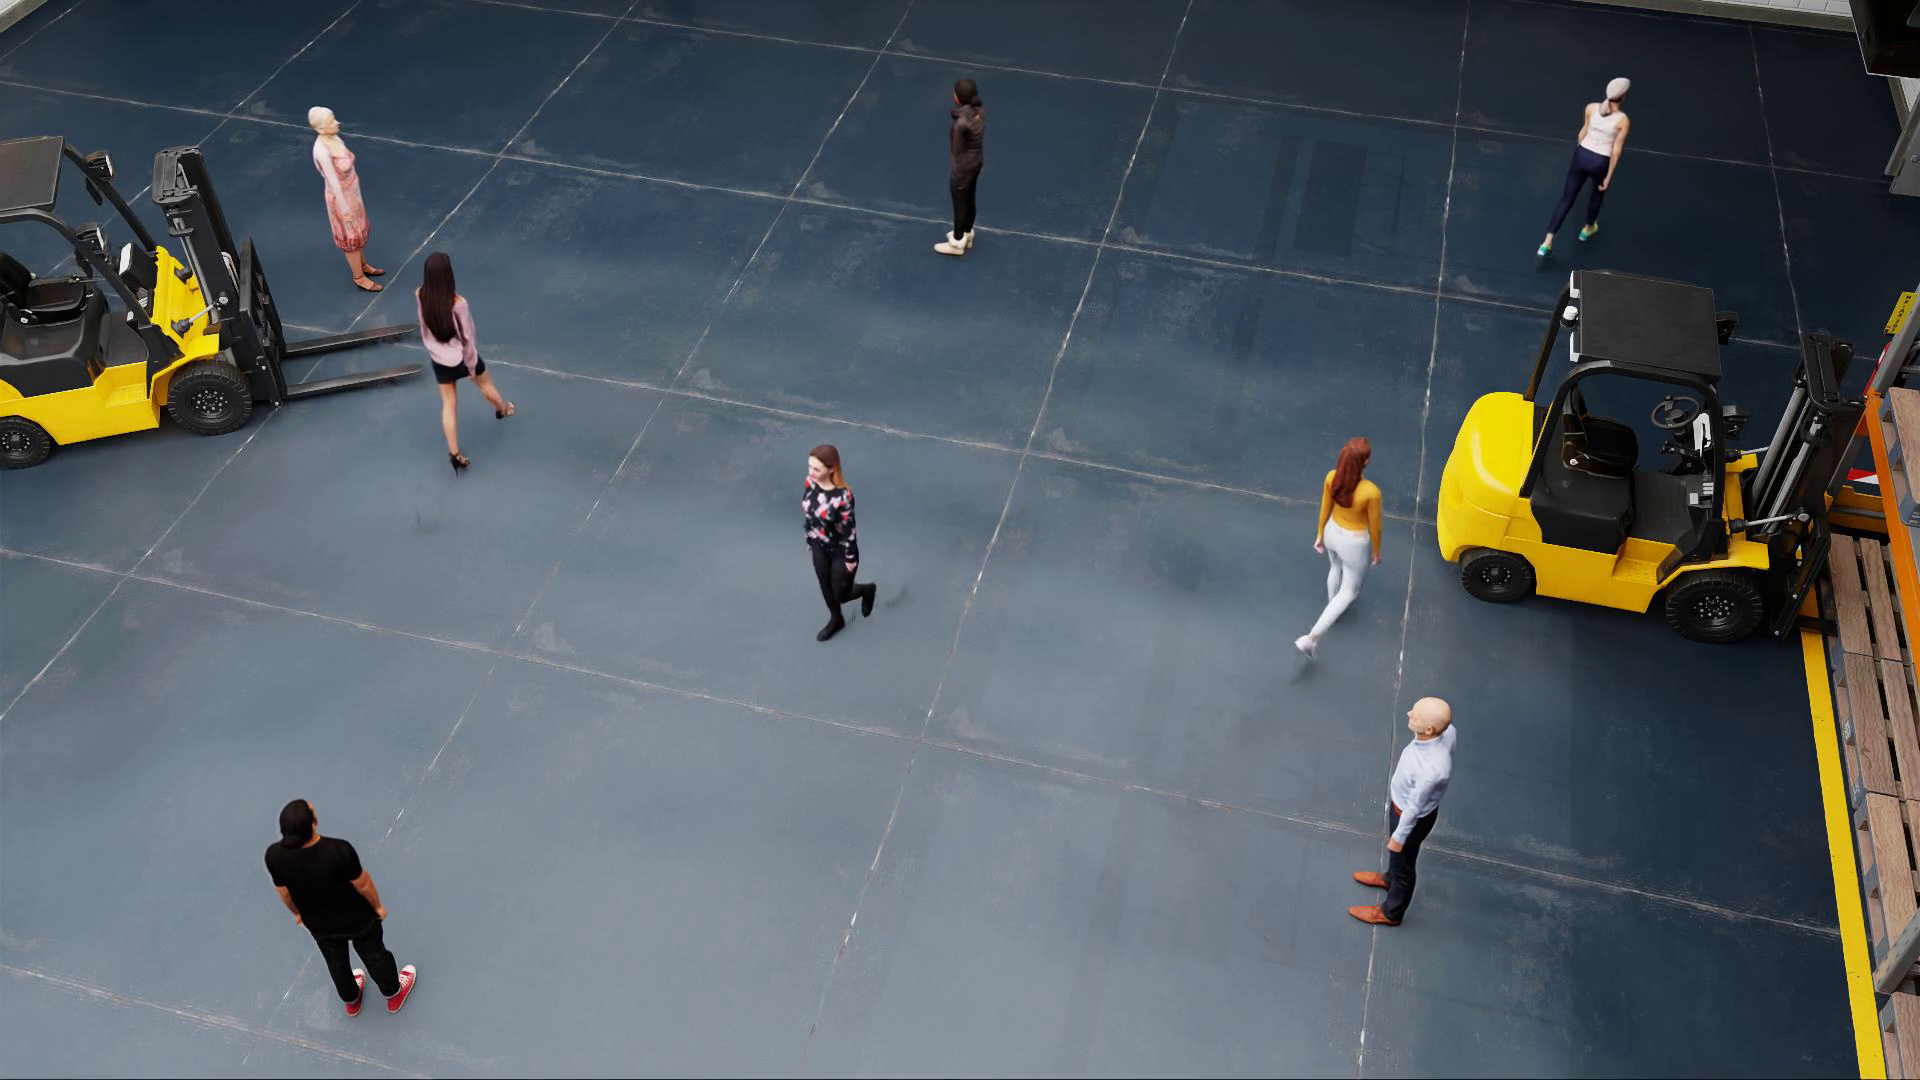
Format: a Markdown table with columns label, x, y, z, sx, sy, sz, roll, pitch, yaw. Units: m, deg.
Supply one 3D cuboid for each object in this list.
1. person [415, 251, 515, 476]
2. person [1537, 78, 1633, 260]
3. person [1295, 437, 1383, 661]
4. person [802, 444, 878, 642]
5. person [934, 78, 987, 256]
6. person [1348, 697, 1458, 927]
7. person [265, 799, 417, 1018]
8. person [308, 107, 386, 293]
| label | x | y | z | sx | sy | sz | roll | pitch | yaw |
| --- | --- | --- | --- | --- | --- | --- | --- | --- | --- |
| person | -3.785 | -1.251 | 12.322 | 0.599 | 1.764 | 1.034 | 10 | 44 | 10 |
| person | 5.422 | -3.194 | 14.431 | 0.935 | 1.669 | 1.232 | 30 | 51 | 28 |
| person | 2.518 | 0.069 | 10.961 | 0.954 | 1.729 | 1.148 | 34 | 53 | 30 |
| person | -0.783 | -0.002 | 11.078 | 0.747 | 1.672 | 0.838 | 30 | 51 | 28 |
| person | 0.062 | -3.229 | 14.472 | 0.683 | 1.663 | 0.627 | -6 | 44 | -6 |
| person | 2.548 | 1.533 | 9.381 | 0.694 | 1.790 | 0.507 | 12 | 45 | 13 |
| person | -3.349 | 1.984 | 8.931 | 0.702 | 1.758 | 0.668 | -3 | 44 | -3 |
| person | -5.230 | -2.897 | 14.102 | 0.726 | 1.692 | 0.621 | -6 | 44 | -6 |
